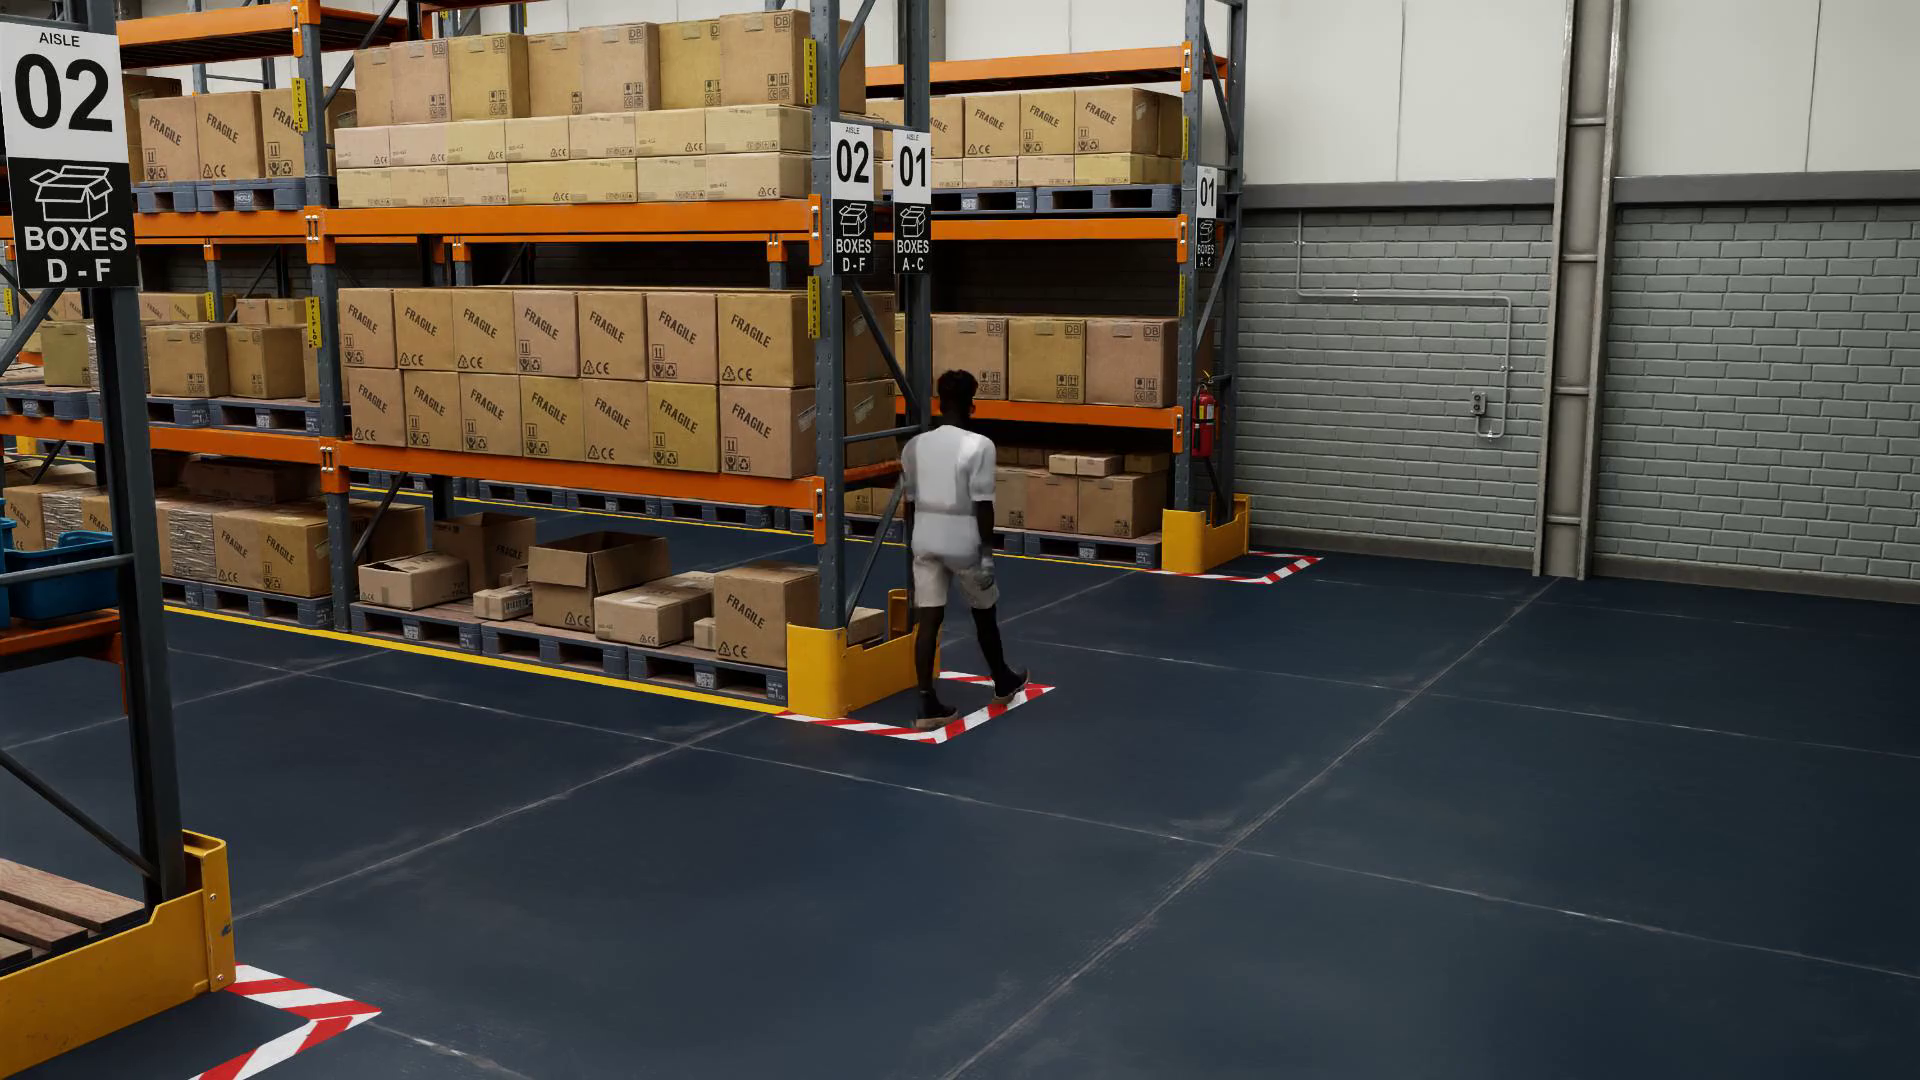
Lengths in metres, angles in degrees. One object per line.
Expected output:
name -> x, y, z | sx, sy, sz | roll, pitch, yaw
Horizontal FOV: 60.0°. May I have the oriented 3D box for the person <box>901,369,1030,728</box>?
person -> 0.013, 0.026, 9.160 | 0.632, 1.910, 0.983 | 6, 11, 31
